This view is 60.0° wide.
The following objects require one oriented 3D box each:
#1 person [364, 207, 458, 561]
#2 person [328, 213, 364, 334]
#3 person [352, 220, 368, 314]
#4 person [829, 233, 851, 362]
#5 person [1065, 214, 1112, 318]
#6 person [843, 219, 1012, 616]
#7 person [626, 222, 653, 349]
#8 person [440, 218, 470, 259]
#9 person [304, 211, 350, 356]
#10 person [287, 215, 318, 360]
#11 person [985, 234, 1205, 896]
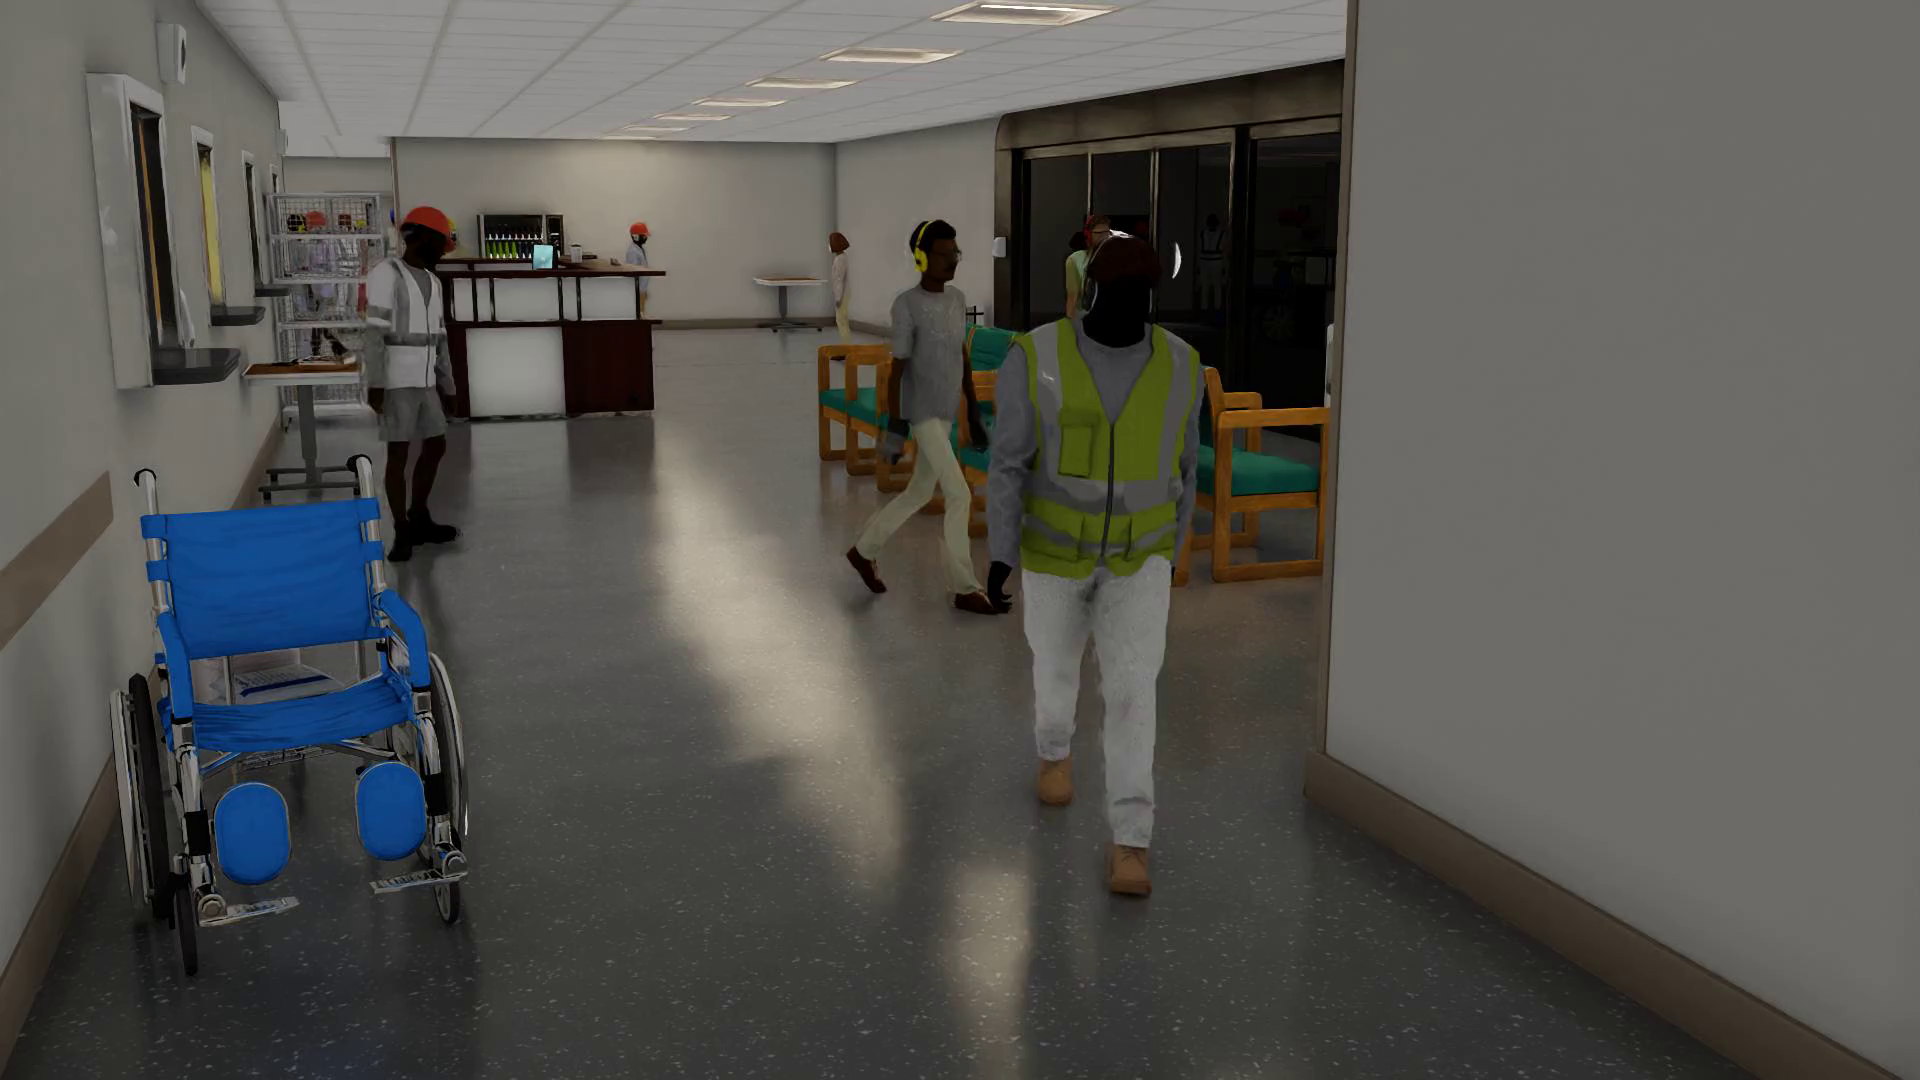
[{"bbox_3d":[-2.976,-0.844,9.003,0.367,1.885,0.666,4,12,21],"label":"person"},{"bbox_3d":[-9.606,-4.168,26.069,0.351,1.878,0.568,5,12,26],"label":"person"},{"bbox_3d":[-10.997,-4.991,30.568,0.329,1.765,0.527,-9,14,-39],"label":"person"},{"bbox_3d":[-1.528,-3.096,21.214,0.286,1.627,0.505,0,11,1],"label":"person"},{"bbox_3d":[1.036,-1.636,13.145,0.372,1.843,0.570,11,15,43],"label":"person"},{"bbox_3d":[-0.183,-0.586,7.839,0.958,1.822,0.511,6,13,29],"label":"person"},{"bbox_3d":[-4.352,-3.434,22.607,0.347,1.746,0.572,0,11,0],"label":"person"},{"bbox_3d":[-6.510,-3.240,21.456,0.616,1.812,0.463,10,15,42],"label":"person"},{"bbox_3d":[-7.696,-2.966,19.849,0.510,1.889,0.578,-3,12,-17],"label":"person"},{"bbox_3d":[-7.538,-2.782,18.997,0.524,1.860,0.317,9,14,40],"label":"person"},{"bbox_3d":[0.387,0.018,4.833,0.635,1.797,1.006,0,11,-1],"label":"person"}]
